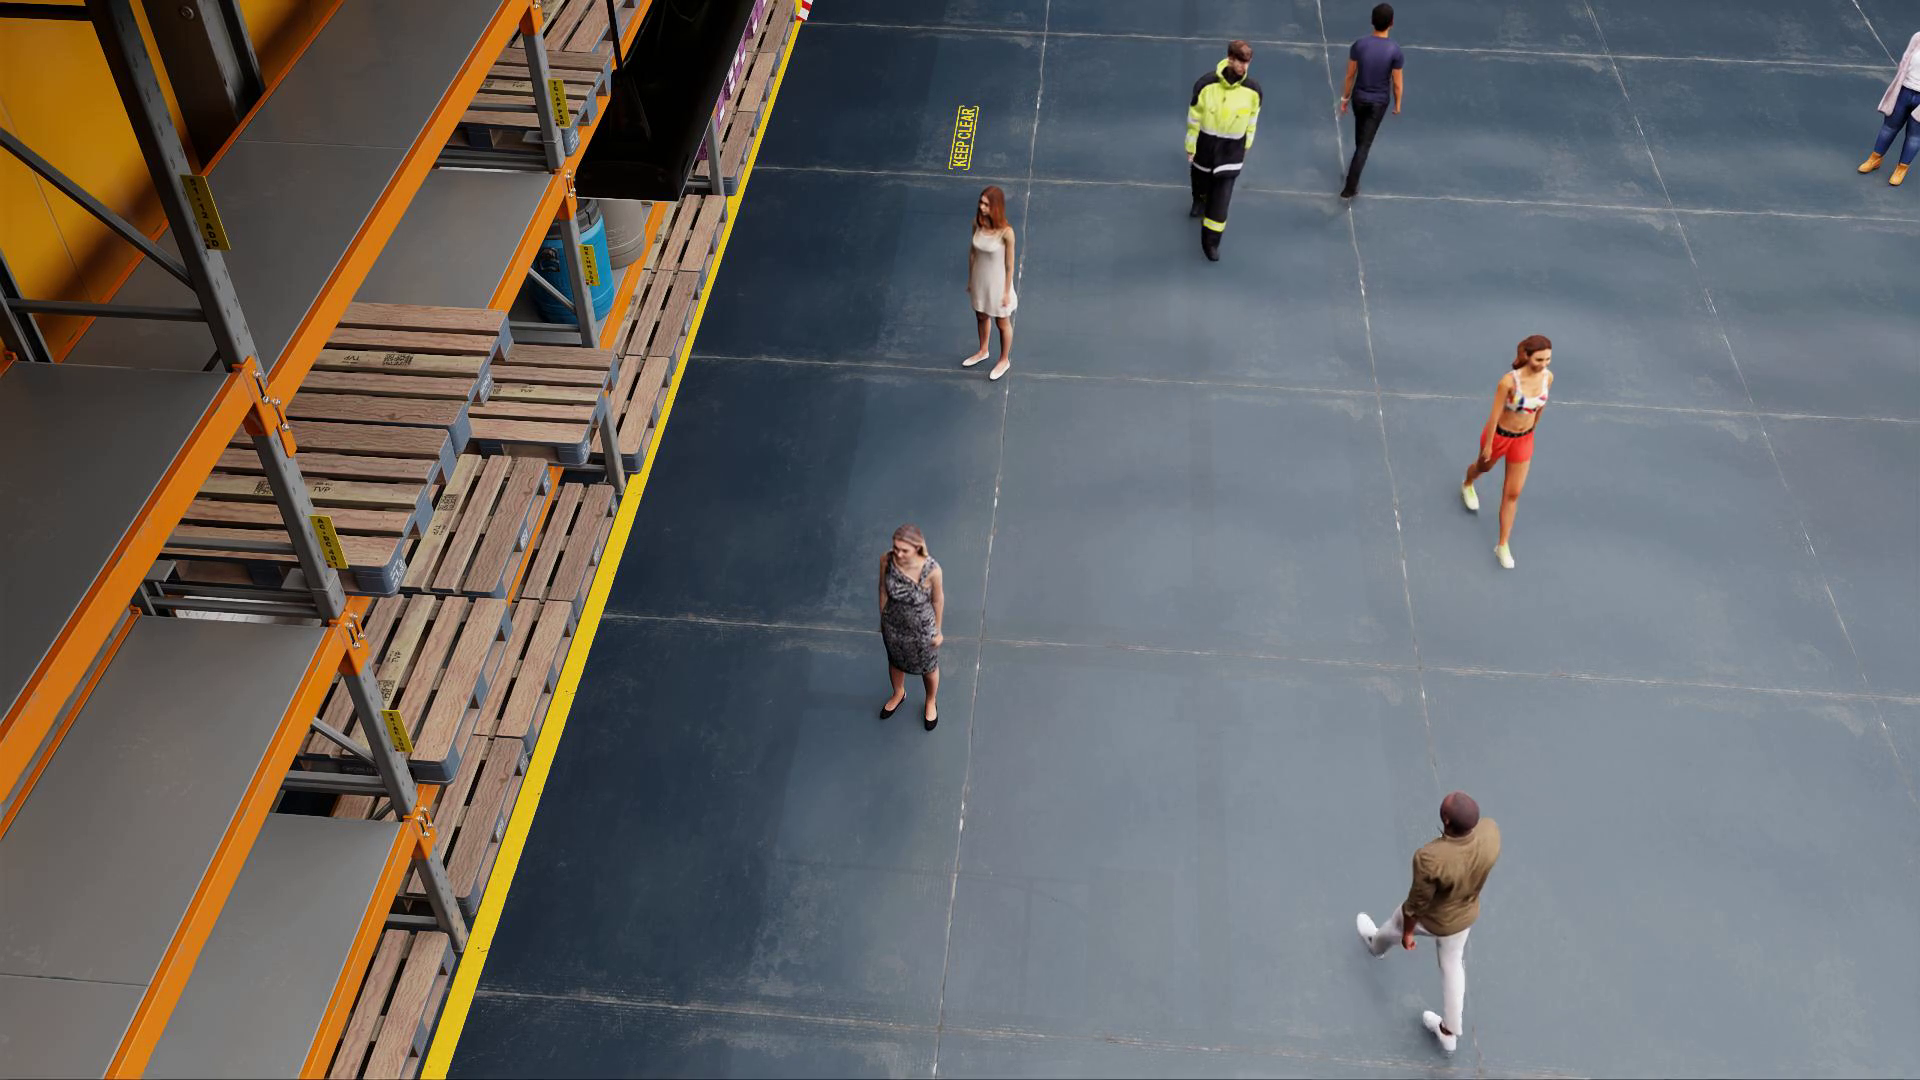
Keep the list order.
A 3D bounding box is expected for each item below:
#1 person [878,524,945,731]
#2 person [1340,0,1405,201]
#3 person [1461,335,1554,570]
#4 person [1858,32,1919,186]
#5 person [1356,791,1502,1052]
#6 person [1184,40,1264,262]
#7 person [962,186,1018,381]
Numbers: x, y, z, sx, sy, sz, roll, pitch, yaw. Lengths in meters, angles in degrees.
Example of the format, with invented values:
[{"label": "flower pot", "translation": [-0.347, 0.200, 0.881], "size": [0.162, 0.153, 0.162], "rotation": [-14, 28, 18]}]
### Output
[{"label": "person", "translation": [-0.296, 0.525, 10.461], "size": [0.621, 1.703, 0.575], "rotation": [14, 45, 14]}, {"label": "person", "translation": [3.692, -3.923, 15.112], "size": [0.970, 1.726, 1.281], "rotation": [20, 47, 20]}, {"label": "person", "translation": [3.835, -0.755, 11.774], "size": [0.776, 1.744, 1.214], "rotation": [-6, 44, -7]}, {"label": "person", "translation": [8.845, -4.130, 15.316], "size": [0.842, 1.744, 0.792], "rotation": [-33, 53, -30]}, {"label": "person", "translation": [2.602, 2.027, 8.830], "size": [1.023, 1.778, 1.284], "rotation": [-13, 45, -13]}, {"label": "person", "translation": [2.252, -3.498, 14.523], "size": [0.789, 1.923, 1.238], "rotation": [6, 44, 7]}, {"label": "person", "translation": [0.254, -2.048, 13.155], "size": [0.646, 1.711, 0.677], "rotation": [30, 51, 27]}]
